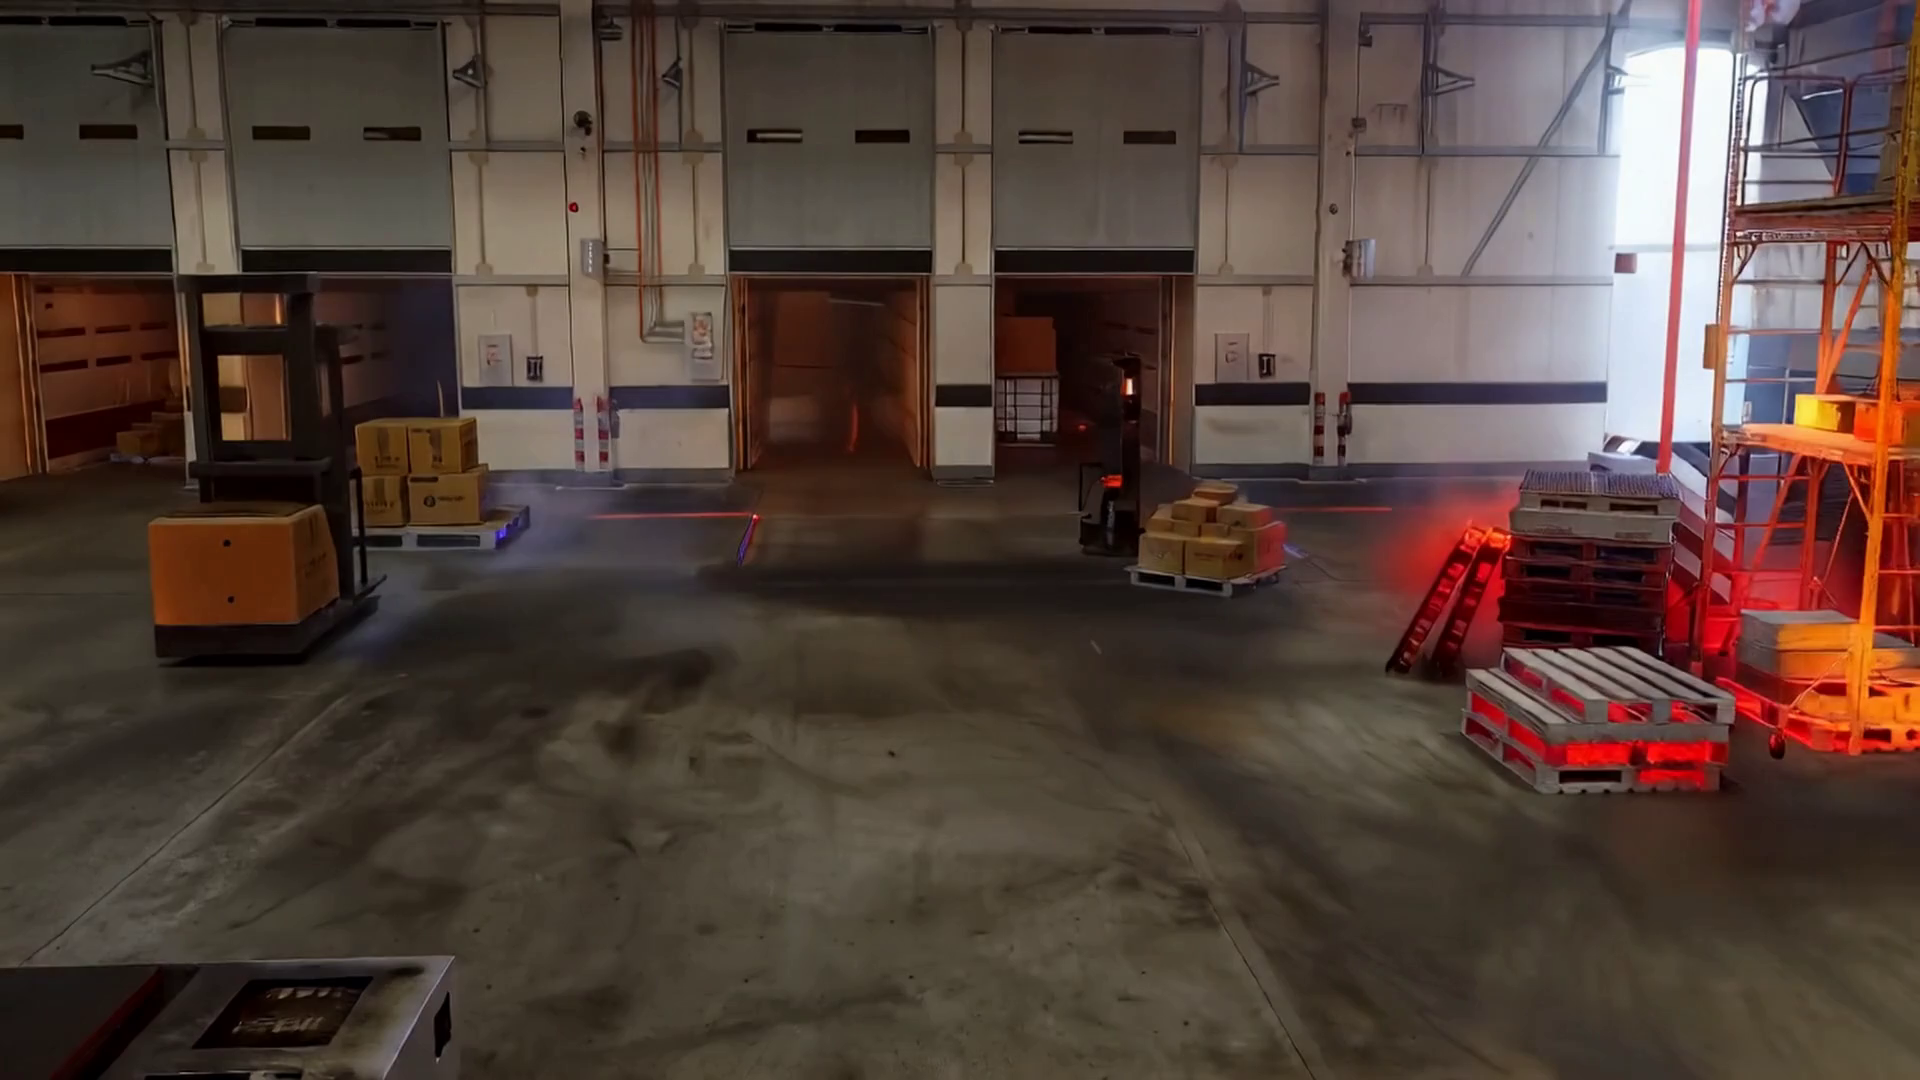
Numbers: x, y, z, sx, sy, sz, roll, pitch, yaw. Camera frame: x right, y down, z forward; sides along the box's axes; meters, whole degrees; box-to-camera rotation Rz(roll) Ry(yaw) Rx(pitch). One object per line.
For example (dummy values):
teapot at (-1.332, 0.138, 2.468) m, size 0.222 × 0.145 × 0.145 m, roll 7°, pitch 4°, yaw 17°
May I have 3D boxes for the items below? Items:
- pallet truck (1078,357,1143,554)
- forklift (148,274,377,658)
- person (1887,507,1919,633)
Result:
pallet truck at (2.088, -0.836, 16.757) m, size 1.885 × 1.965 × 0.823 m, roll 2°, pitch 9°, yaw 13°
forklift at (-5.348, -0.627, 12.681) m, size 1.129 × 2.768 × 1.873 m, roll -1°, pitch 9°, yaw -4°
person at (7.666, -0.048, 12.860) m, size 0.552 × 1.645 × 0.867 m, roll -7°, pitch 12°, yaw -38°
